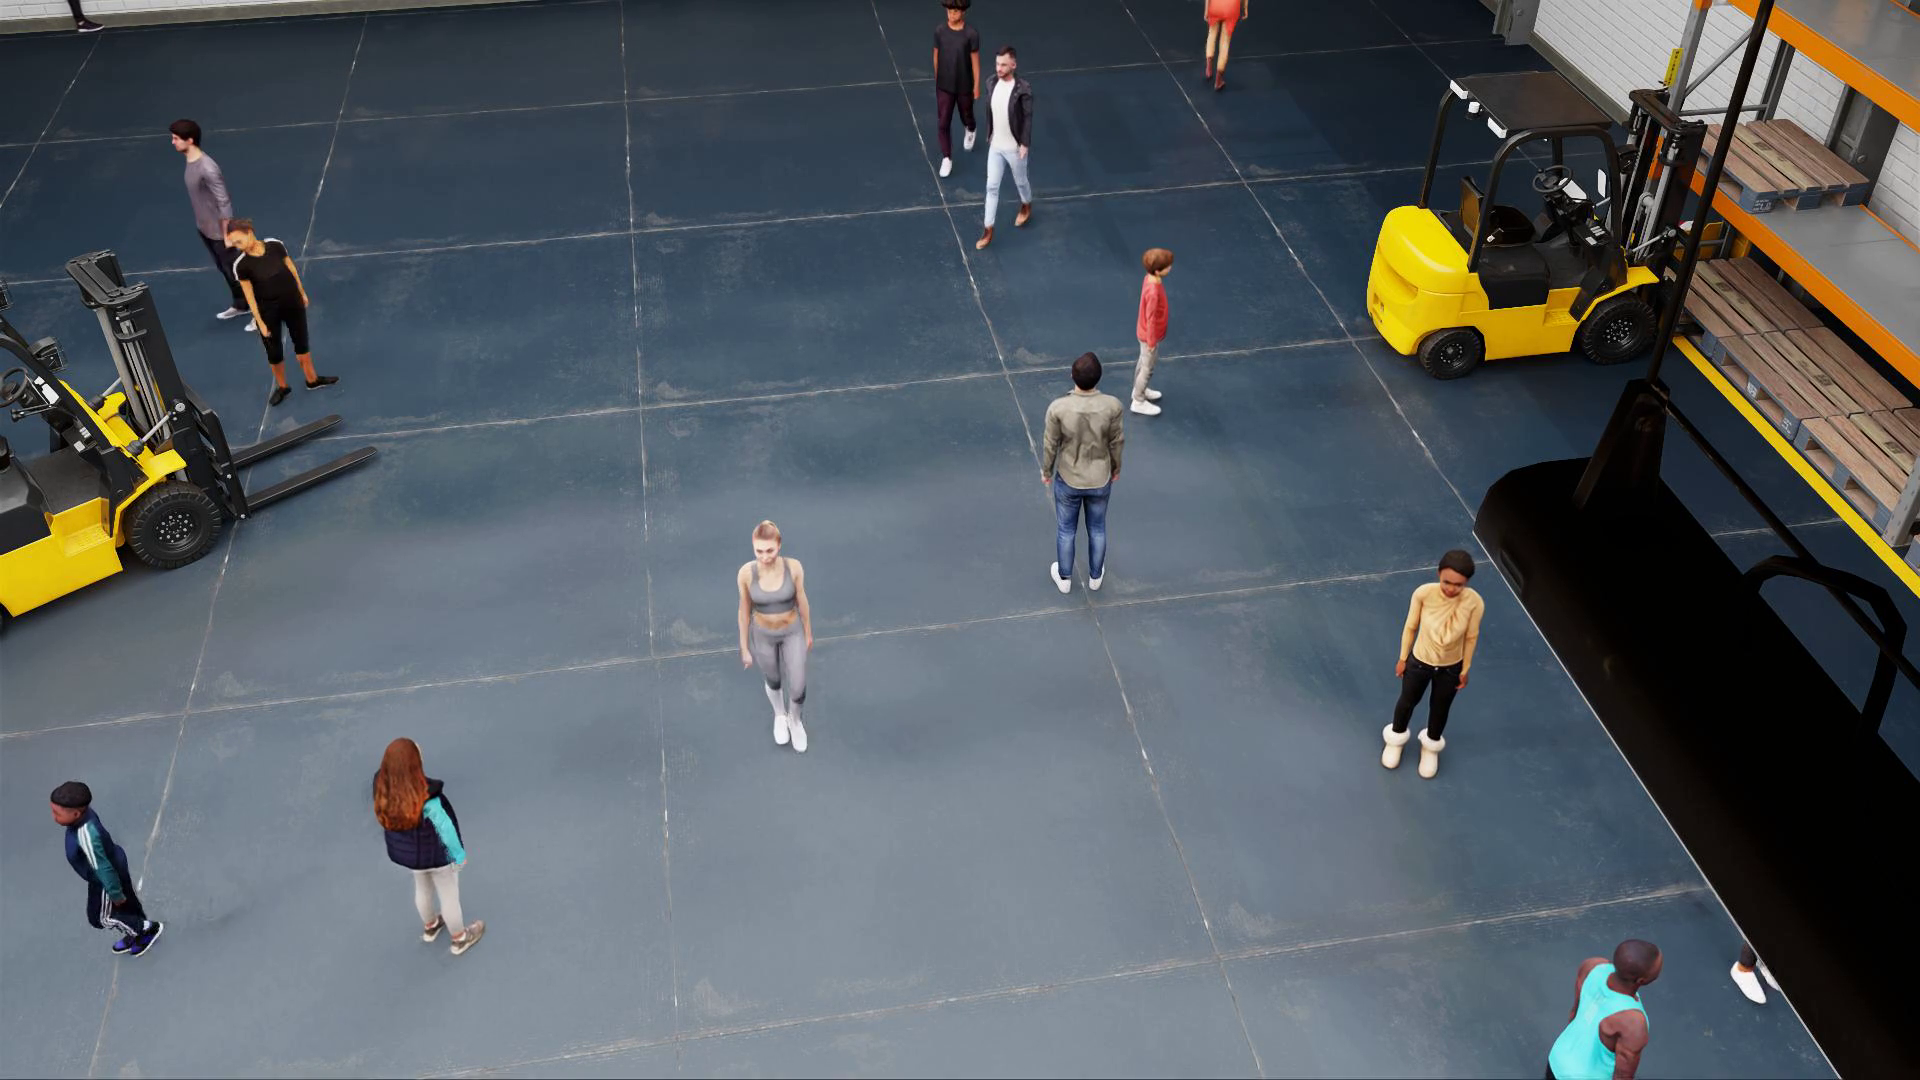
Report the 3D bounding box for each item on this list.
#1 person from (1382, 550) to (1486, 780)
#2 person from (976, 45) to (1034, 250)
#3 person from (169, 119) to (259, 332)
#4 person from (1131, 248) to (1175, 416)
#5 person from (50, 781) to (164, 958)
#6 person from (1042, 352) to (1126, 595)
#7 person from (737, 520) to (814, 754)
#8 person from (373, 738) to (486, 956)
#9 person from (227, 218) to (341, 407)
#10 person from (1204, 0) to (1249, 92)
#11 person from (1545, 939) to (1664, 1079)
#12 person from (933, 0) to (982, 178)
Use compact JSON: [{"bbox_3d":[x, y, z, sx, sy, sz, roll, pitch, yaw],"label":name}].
[{"bbox_3d":[2.805,0.708,9.812,0.651,1.660,0.661,9,40,11],"label":"person"},{"bbox_3d":[0.492,-3.620,15.118,1.096,1.802,1.217,19,42,22],"label":"person"},{"bbox_3d":[-6.165,-2.639,13.836,0.849,1.868,0.737,-29,47,-31],"label":"person"},{"bbox_3d":[1.469,-1.626,12.929,0.621,1.417,0.472,2,39,3],"label":"person"},{"bbox_3d":[-4.497,1.736,8.852,0.655,1.251,0.563,-22,44,-25],"label":"person"},{"bbox_3d":[0.817,-0.420,11.061,0.719,1.864,0.608,-3,39,-3],"label":"person"},{"bbox_3d":[-1.103,0.530,10.011,0.584,1.689,0.607,-5,39,-6],"label":"person"},{"bbox_3d":[-2.834,1.623,8.795,0.692,1.498,0.739,18,42,21],"label":"person"},{"bbox_3d":[-5.302,-1.851,13.034,0.797,1.638,0.798,19,42,22],"label":"person"},{"bbox_3d":[2.806,-5.611,17.691,0.769,1.702,0.842,12,40,15],"label":"person"},{"bbox_3d":[2.828,2.406,7.569,0.675,1.806,0.467,-9,39,-11],"label":"person"},{"bbox_3d":[-0.022,-4.508,16.260,0.877,1.764,1.118,8,39,9],"label":"person"}]
